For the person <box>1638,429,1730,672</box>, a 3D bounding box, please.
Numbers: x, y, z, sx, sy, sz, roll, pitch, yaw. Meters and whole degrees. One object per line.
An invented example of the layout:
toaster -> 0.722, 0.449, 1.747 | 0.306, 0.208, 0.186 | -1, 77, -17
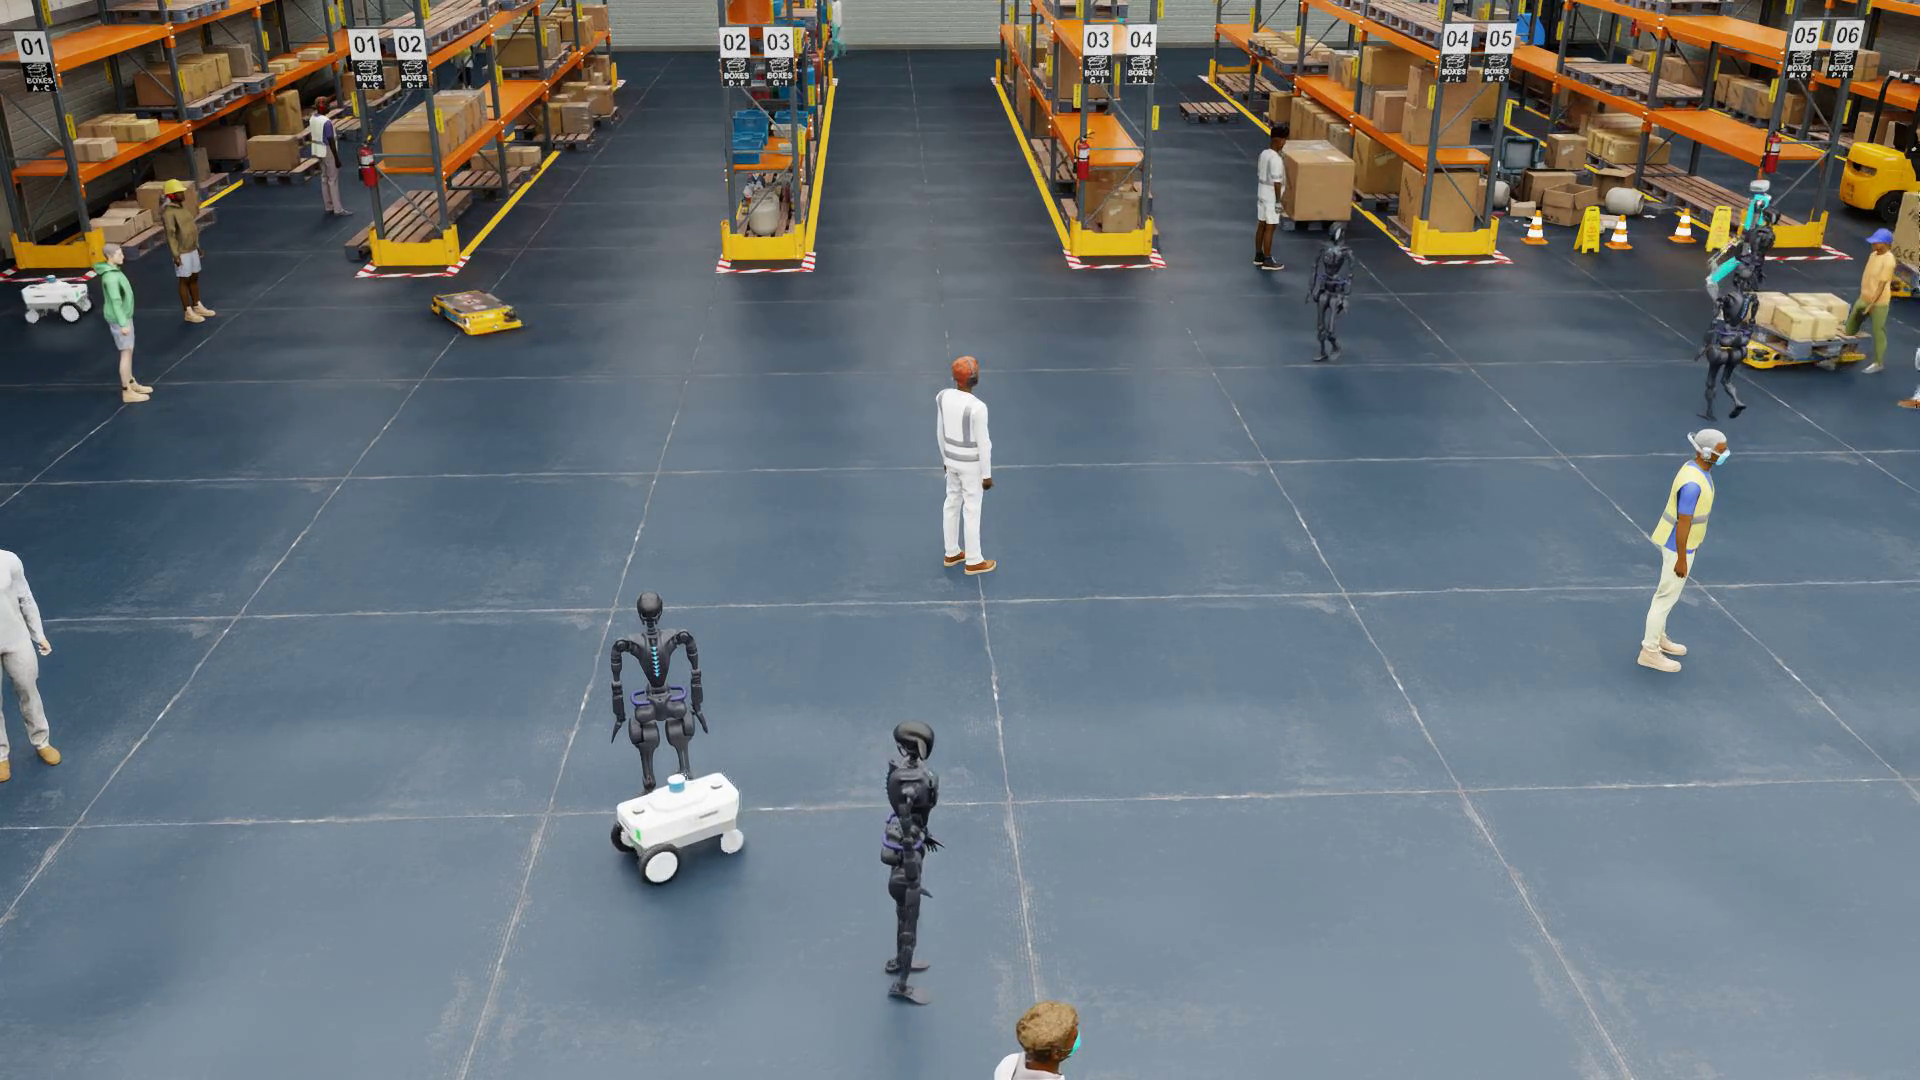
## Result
person -> 5.359, 0.057, 12.368 | 0.405, 1.885, 0.517 | 13, 27, 27

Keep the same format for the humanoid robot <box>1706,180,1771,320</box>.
humanoid robot -> 9.630, -3.615, 20.793 | 0.690, 1.792, 0.541 | 10, 26, 22

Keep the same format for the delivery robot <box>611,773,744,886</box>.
delivery robot -> -1.744, 1.737, 10.238 | 0.812, 0.611, 0.499 | -15, 28, -30

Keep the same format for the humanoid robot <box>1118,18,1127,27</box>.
humanoid robot -> 3.609, -12.053, 39.876 | 0.543, 1.900, 0.755 | -16, 29, -32

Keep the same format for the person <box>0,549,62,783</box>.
person -> -6.337, 0.678, 10.954 | 0.573, 1.892, 0.373 | -19, 30, -36

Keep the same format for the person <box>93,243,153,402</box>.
person -> -9.052, -2.351, 17.959 | 0.315, 1.734, 0.475 | -9, 25, -19

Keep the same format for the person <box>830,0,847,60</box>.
person -> -3.142, -12.945, 41.731 | 0.386, 1.749, 0.538 | -10, 26, -21

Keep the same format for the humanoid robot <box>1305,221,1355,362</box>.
humanoid robot -> 4.265, -2.852, 19.142 | 0.359, 1.644, 0.600 | -20, 31, -38

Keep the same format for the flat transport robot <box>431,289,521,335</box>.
flat transport robot -> -6.104, -2.875, 20.932 | 0.659, 0.231, 1.431 | -16, 28, -31

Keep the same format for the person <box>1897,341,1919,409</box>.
person -> 10.341, -2.231, 17.468 | 0.535, 1.908, 0.699 | 6, 25, 12

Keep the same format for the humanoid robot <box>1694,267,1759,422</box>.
humanoid robot -> 7.992, -2.006, 17.261 | 0.607, 1.645, 0.478 | -7, 25, -15

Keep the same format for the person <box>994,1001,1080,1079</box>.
person -> 0.318, 2.617, 6.569 | 0.371, 1.917, 0.488 | -14, 28, -29

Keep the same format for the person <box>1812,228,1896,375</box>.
person -> 10.205, -2.672, 18.729 | 0.790, 1.680, 0.442 | -3, 24, -8

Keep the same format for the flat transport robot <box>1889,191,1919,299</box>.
flat transport robot -> 12.954, -3.375, 22.057 | 1.431, 0.231, 0.659 | 4, 24, 8

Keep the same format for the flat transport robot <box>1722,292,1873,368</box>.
flat transport robot -> 9.776, -2.231, 19.485 | 1.431, 0.231, 0.659 | -5, 25, -12

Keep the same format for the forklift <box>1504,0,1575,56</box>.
forklift -> 14.700, -13.805, 42.301 | 1.873, 2.768, 1.129 | -1, 24, -2

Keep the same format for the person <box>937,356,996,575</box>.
person -> 0.053, -0.624, 13.890 | 0.356, 1.884, 0.573 | -21, 31, -39

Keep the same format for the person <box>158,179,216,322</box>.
person -> -9.698, -3.615, 20.752 | 0.406, 1.765, 0.534 | 3, 24, 6

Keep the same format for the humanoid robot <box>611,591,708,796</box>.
humanoid robot -> -1.867, 1.083, 10.290 | 0.599, 1.657, 0.315 | -6, 25, -14

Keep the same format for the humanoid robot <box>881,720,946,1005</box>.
humanoid robot -> -0.258, 1.692, 8.928 | 0.333, 1.658, 0.601 | 2, 24, 4

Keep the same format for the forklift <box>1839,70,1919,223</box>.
forklift -> 15.132, -6.143, 25.915 | 2.313, 2.155, 1.214 | -1, 24, -2

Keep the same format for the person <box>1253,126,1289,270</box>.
person -> 4.322, -4.750, 23.070 | 0.375, 1.958, 0.603 | -5, 25, -12

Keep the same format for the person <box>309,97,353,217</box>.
person -> -9.891, -5.982, 25.985 | 0.563, 1.838, 0.389 | 21, 32, 39

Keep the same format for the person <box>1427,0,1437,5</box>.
person -> 11.760, -13.025, 41.859 | 0.389, 1.797, 0.592 | -12, 27, -24

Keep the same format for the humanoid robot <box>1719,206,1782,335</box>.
humanoid robot -> 9.493, -3.212, 19.962 | 0.423, 1.633, 0.590 | 16, 29, 32

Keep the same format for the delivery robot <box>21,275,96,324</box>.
delivery robot -> -11.350, -3.028, 20.930 | 0.789, 0.598, 0.499 | -2, 24, -4

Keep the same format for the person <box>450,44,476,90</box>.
person -> -11.062, -10.764, 36.966 | 0.574, 1.636, 0.880 | -7, 25, -15
